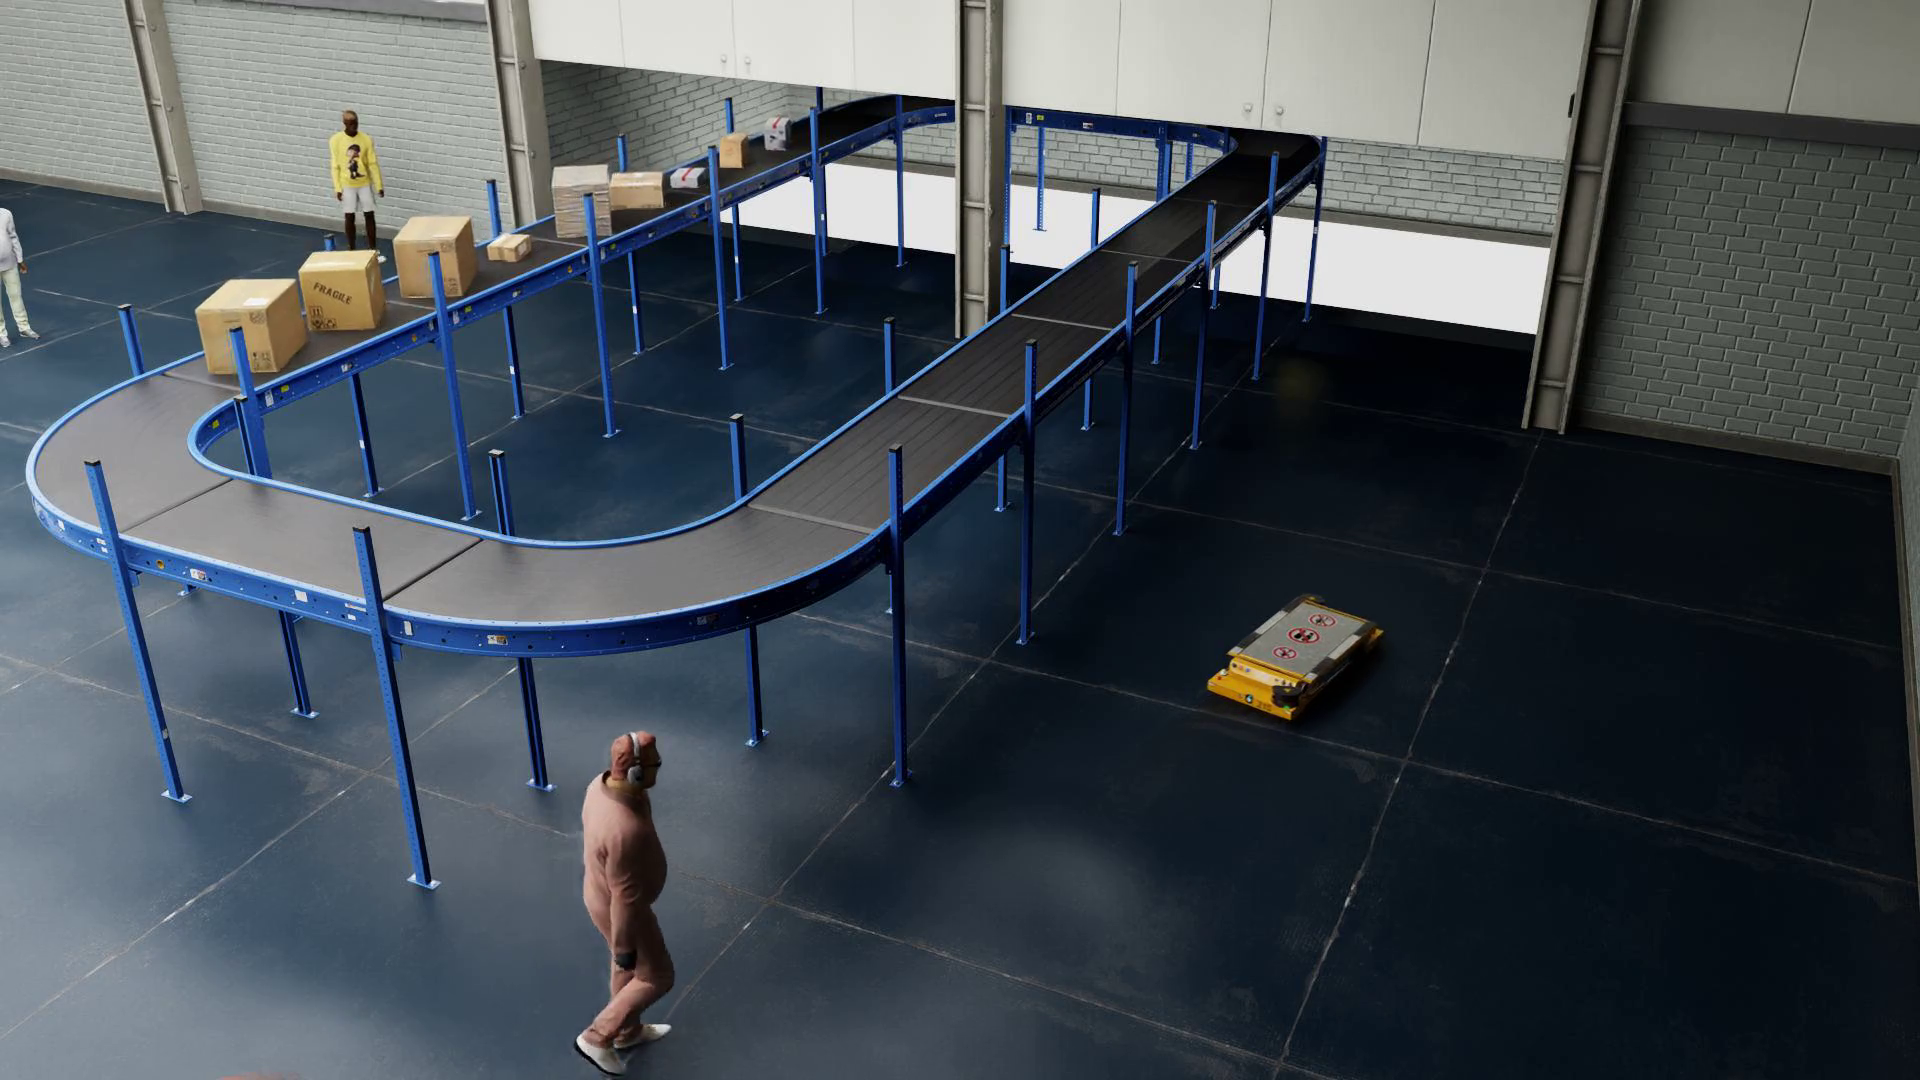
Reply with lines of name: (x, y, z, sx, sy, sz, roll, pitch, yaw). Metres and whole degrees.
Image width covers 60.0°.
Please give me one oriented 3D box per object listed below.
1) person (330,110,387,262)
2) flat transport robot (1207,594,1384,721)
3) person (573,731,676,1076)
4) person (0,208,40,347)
person: (-7.381, -4.337, 20.397, 0.587, 1.883, 0.415, -15, 30, -27)
flat transport robot: (2.410, 0.812, 11.839, 0.659, 0.231, 1.431, 19, 32, 33)
person: (-1.645, 1.781, 8.097, 0.514, 1.872, 0.660, -10, 28, -19)
person: (-10.271, -2.958, 17.765, 0.324, 1.751, 0.558, 17, 31, 31)
